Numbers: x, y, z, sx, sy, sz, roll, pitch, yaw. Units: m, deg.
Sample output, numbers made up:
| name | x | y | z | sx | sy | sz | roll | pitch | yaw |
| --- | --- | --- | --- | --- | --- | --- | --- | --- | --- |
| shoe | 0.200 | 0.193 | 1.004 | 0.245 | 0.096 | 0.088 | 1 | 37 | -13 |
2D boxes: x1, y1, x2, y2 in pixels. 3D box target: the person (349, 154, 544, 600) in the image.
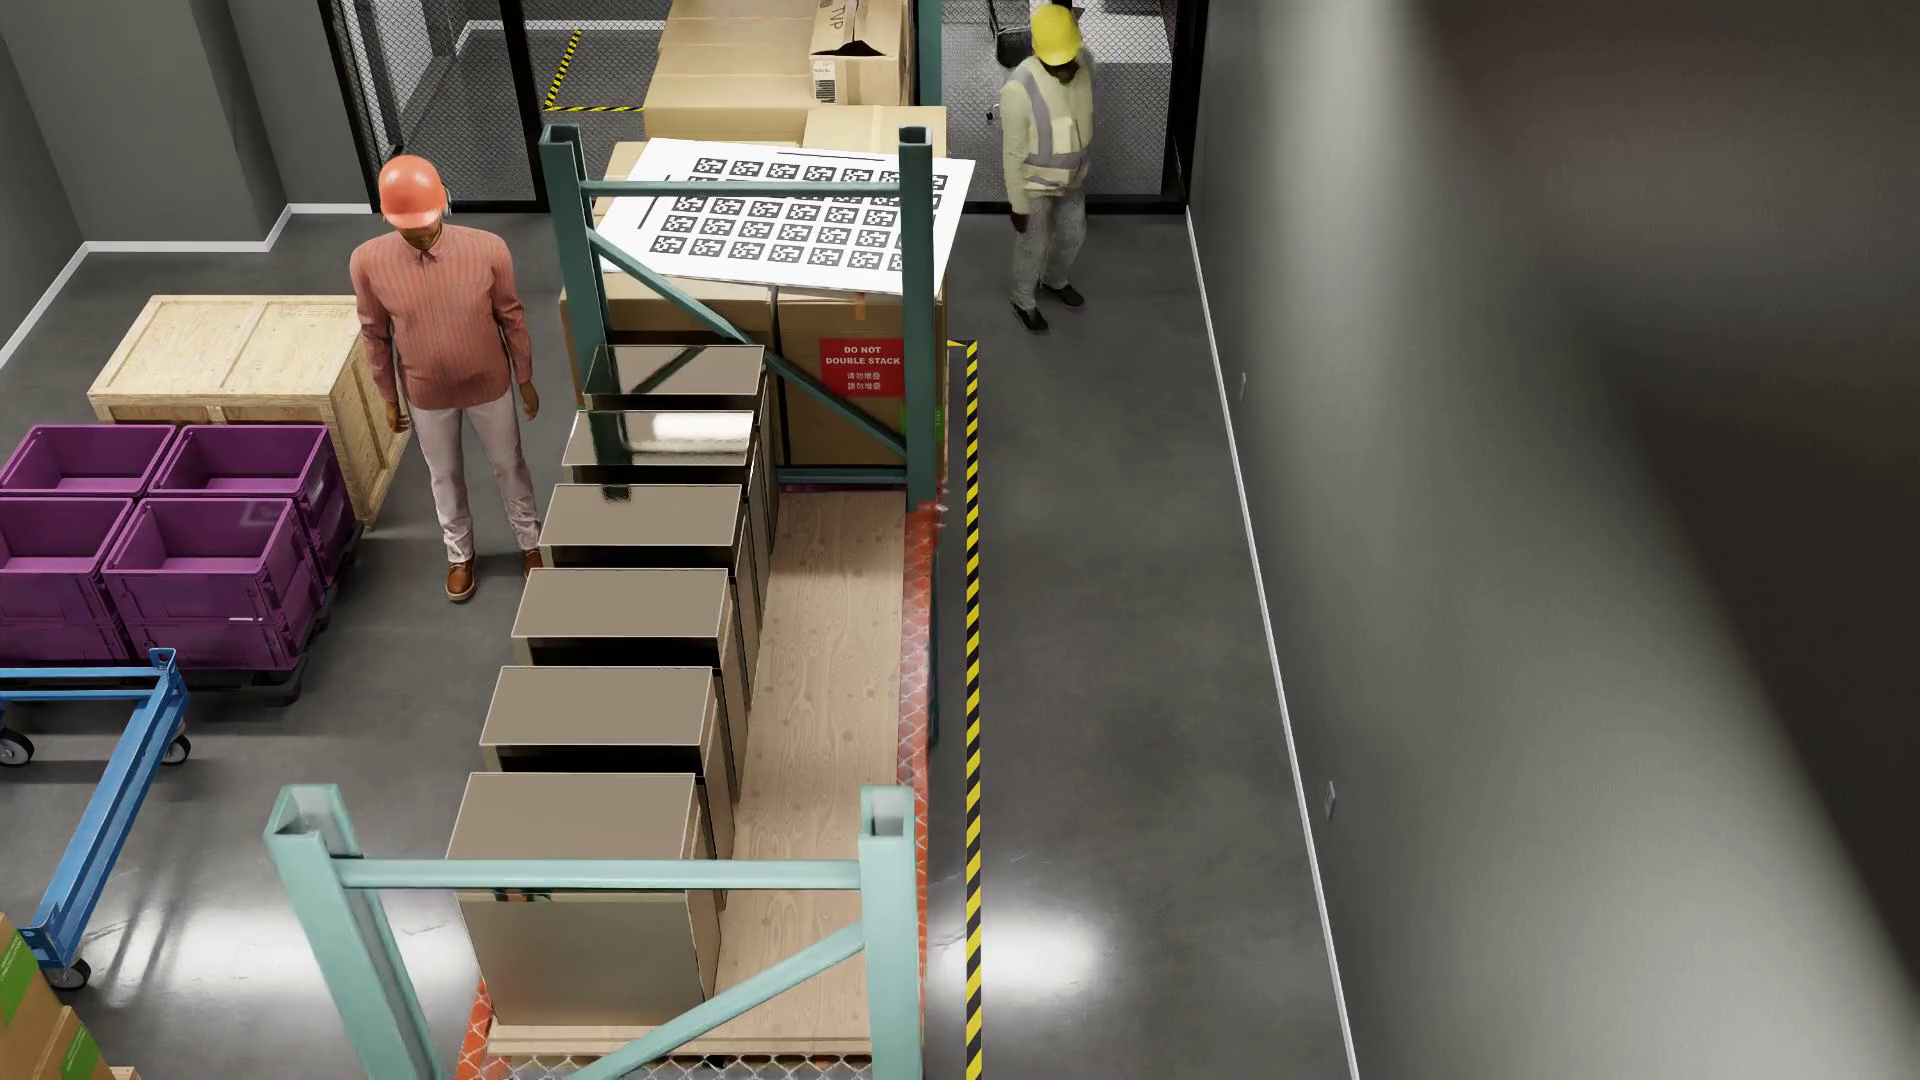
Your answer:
| name | x | y | z | sx | sy | sz | roll | pitch | yaw |
| --- | --- | --- | --- | --- | --- | --- | --- | --- | --- |
| person | -1.980 | -0.613 | 6.546 | 0.622 | 1.993 | 0.385 | -10 | 42 | -11 |

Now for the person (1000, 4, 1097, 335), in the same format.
| name | x | y | z | sx | sy | sz | roll | pitch | yaw |
| --- | --- | --- | --- | --- | --- | --- | --- | --- | --- |
| person | 0.421 | -1.757 | 8.006 | 0.618 | 1.789 | 0.483 | -31 | 50 | -31 |
